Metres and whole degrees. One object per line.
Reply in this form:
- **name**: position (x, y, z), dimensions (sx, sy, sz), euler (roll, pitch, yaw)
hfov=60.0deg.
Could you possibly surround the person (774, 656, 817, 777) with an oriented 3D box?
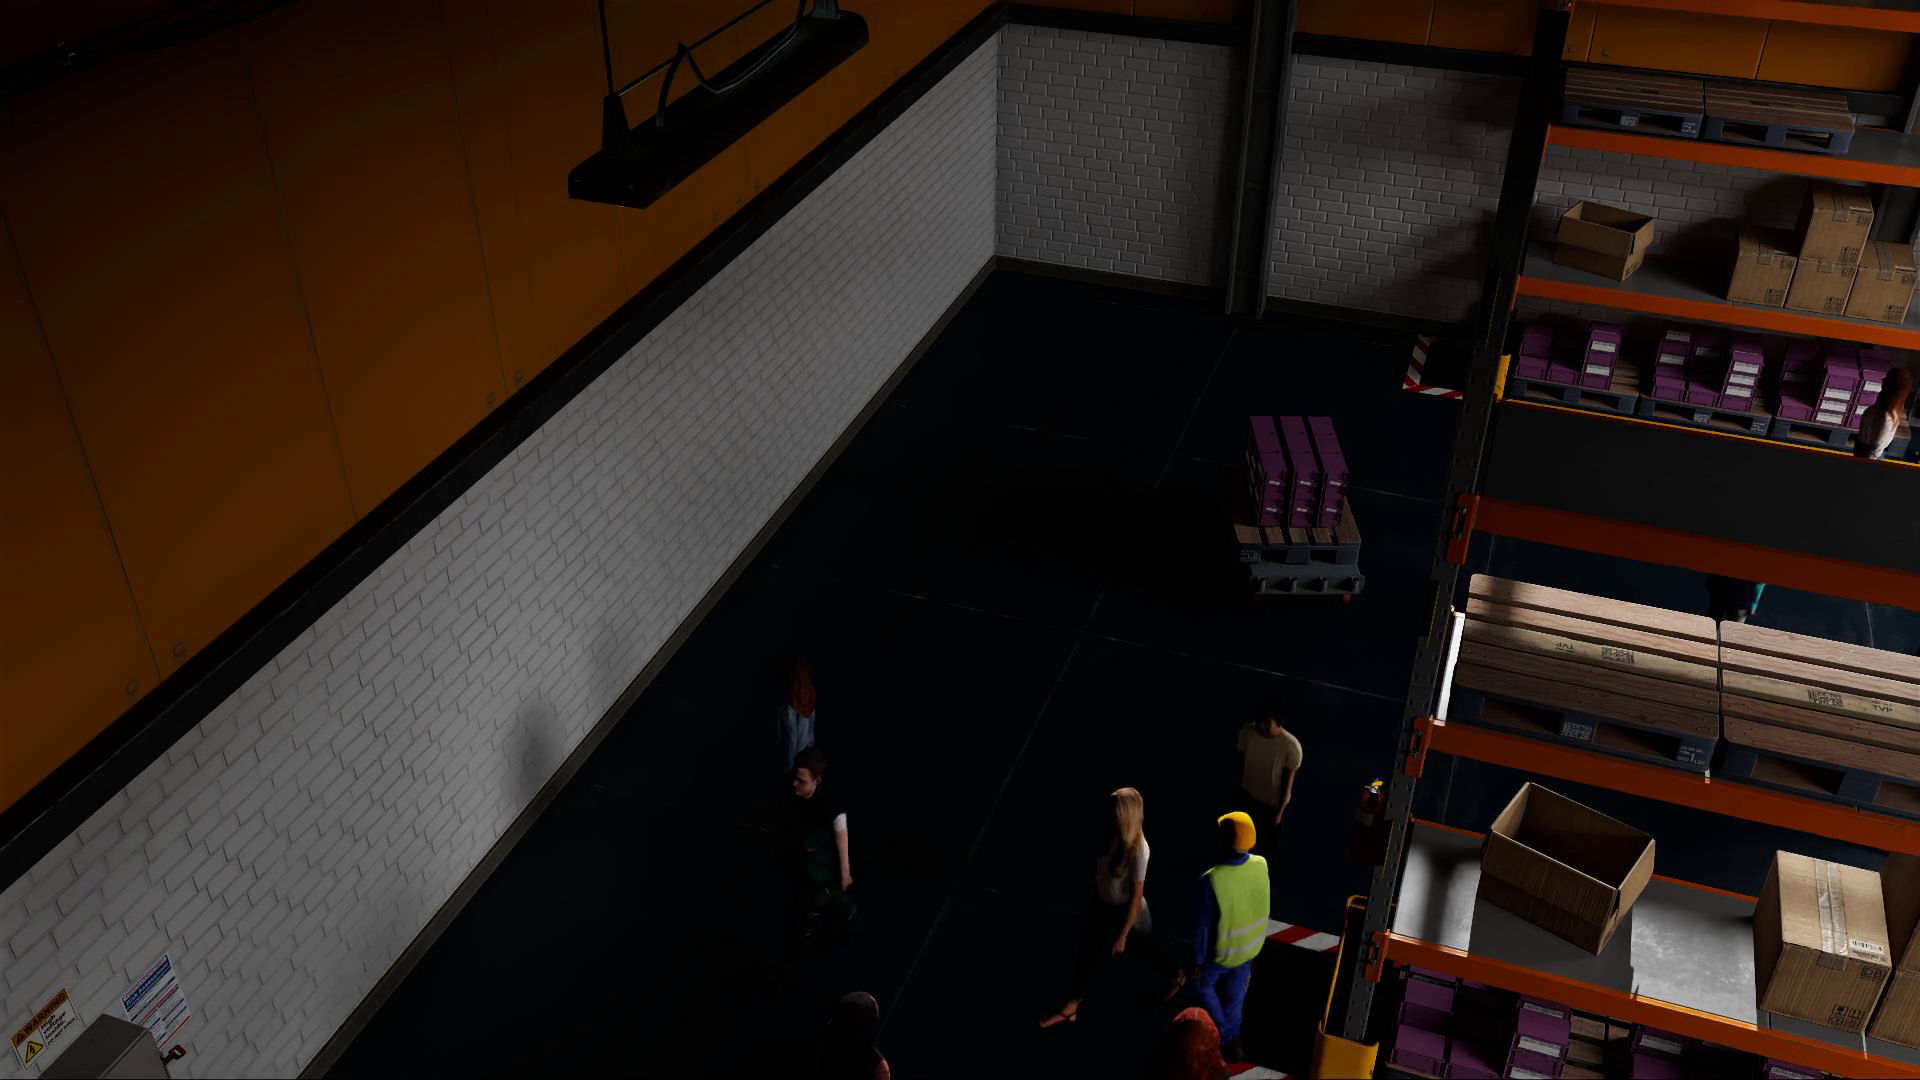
- **person**: position (-1.082, 1.374, 11.178), dimensions (0.535, 1.477, 0.590), euler (6, 34, 9)

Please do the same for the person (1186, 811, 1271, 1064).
- **person**: position (1.561, 2.341, 9.437), dimensions (0.878, 1.795, 0.935), euler (-15, 37, -22)

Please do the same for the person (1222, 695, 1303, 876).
- **person**: position (2.006, 1.613, 10.744), dimensions (0.956, 1.560, 0.803), euler (20, 39, 27)

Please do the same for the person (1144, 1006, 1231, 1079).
- **person**: position (1.080, 3.083, 8.356), dimensions (0.977, 1.755, 0.754), euler (7, 34, 11)

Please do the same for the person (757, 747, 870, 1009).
- **person**: position (-0.838, 1.932, 10.045), dimensions (1.095, 1.802, 1.178), euler (-25, 41, -33)

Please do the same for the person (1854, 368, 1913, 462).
- **person**: position (7.680, -0.685, 14.048), dimensions (0.539, 1.728, 0.593), euler (15, 37, 22)

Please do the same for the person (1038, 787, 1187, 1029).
- **person**: position (1.045, 2.152, 9.738), dimensions (1.206, 1.776, 1.153), euler (-14, 36, -20)

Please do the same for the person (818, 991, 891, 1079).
- **person**: position (-0.606, 3.019, 8.513), dimensions (1.079, 1.688, 1.232), euler (-26, 42, -34)

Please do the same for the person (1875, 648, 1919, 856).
- **person**: position (6.344, 1.262, 11.038), dimensions (0.601, 1.818, 0.691), euler (13, 36, 19)
